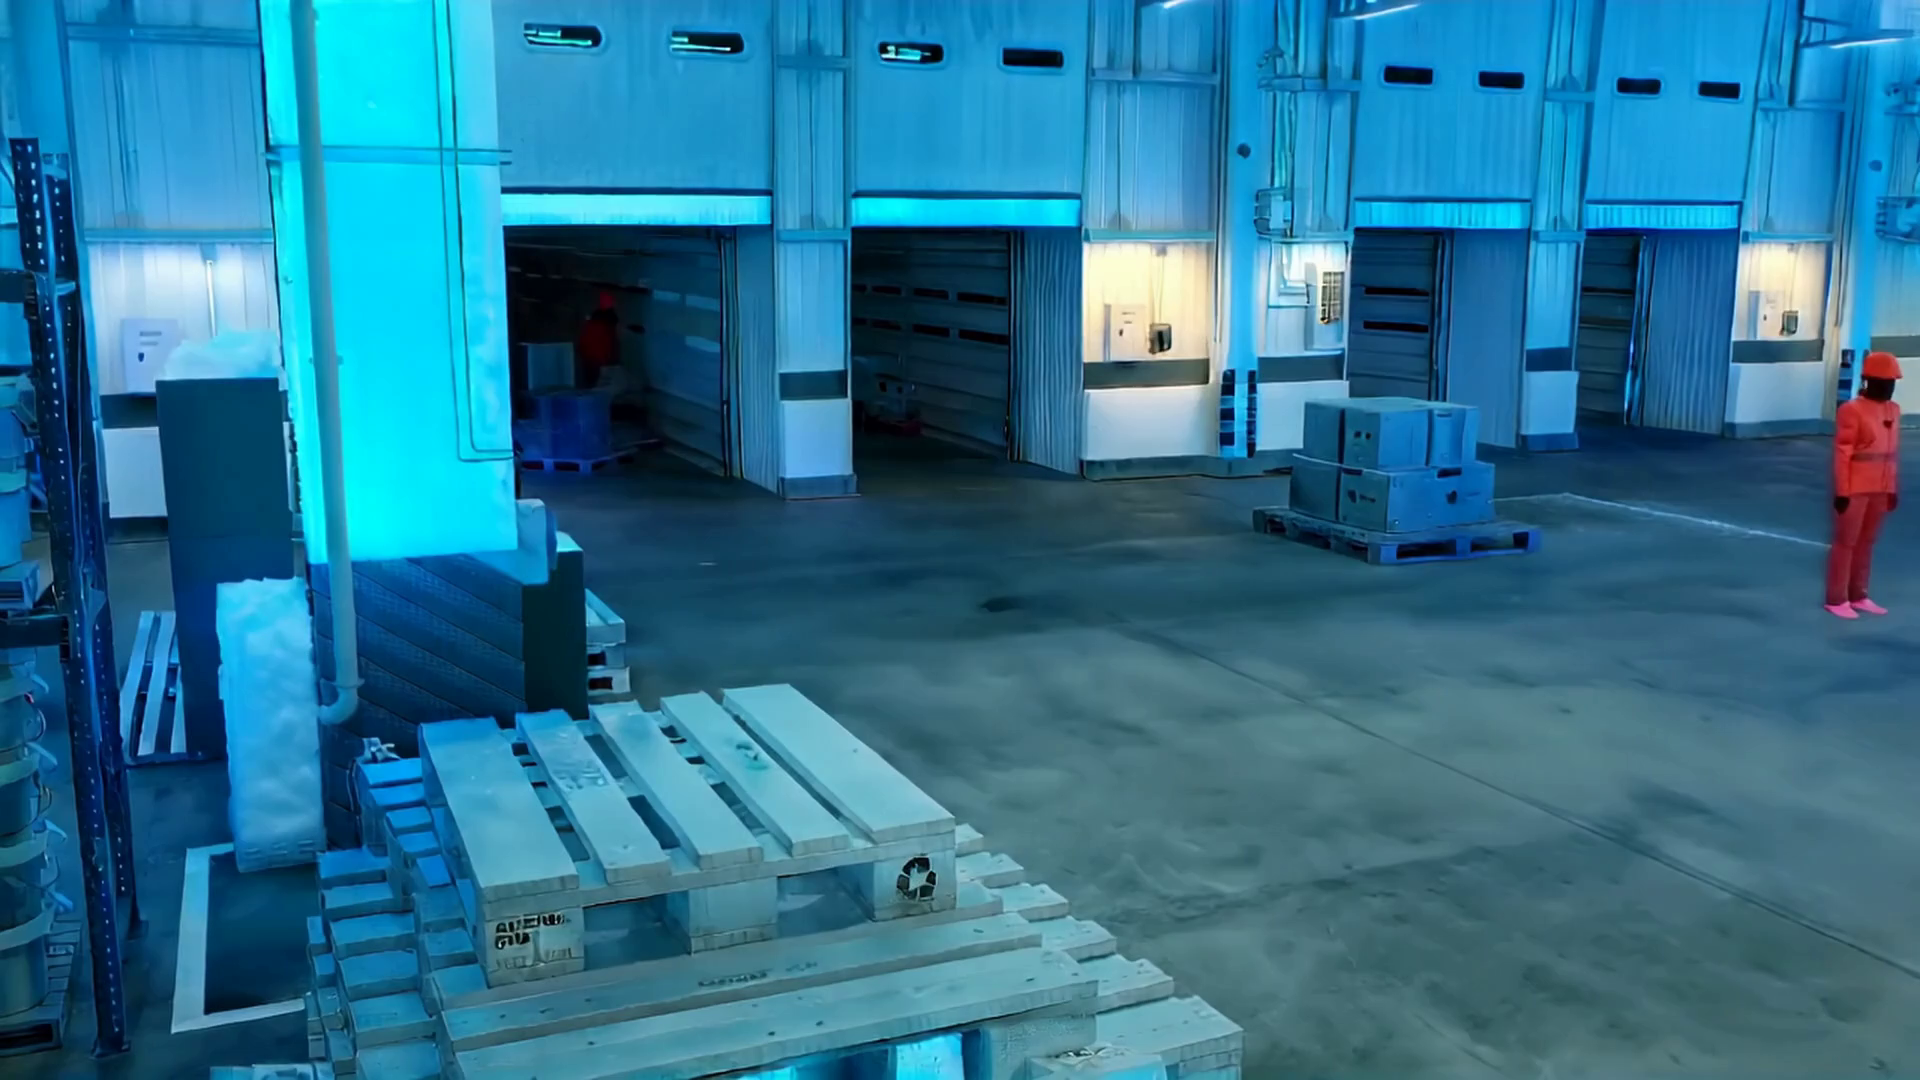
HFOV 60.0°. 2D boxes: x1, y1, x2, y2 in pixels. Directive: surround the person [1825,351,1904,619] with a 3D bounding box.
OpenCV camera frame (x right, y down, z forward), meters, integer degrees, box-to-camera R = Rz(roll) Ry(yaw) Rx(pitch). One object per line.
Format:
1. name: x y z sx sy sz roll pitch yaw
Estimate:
1. person: 6.550 -0.395 11.990 0.595 1.925 0.371 -5 11 -25
